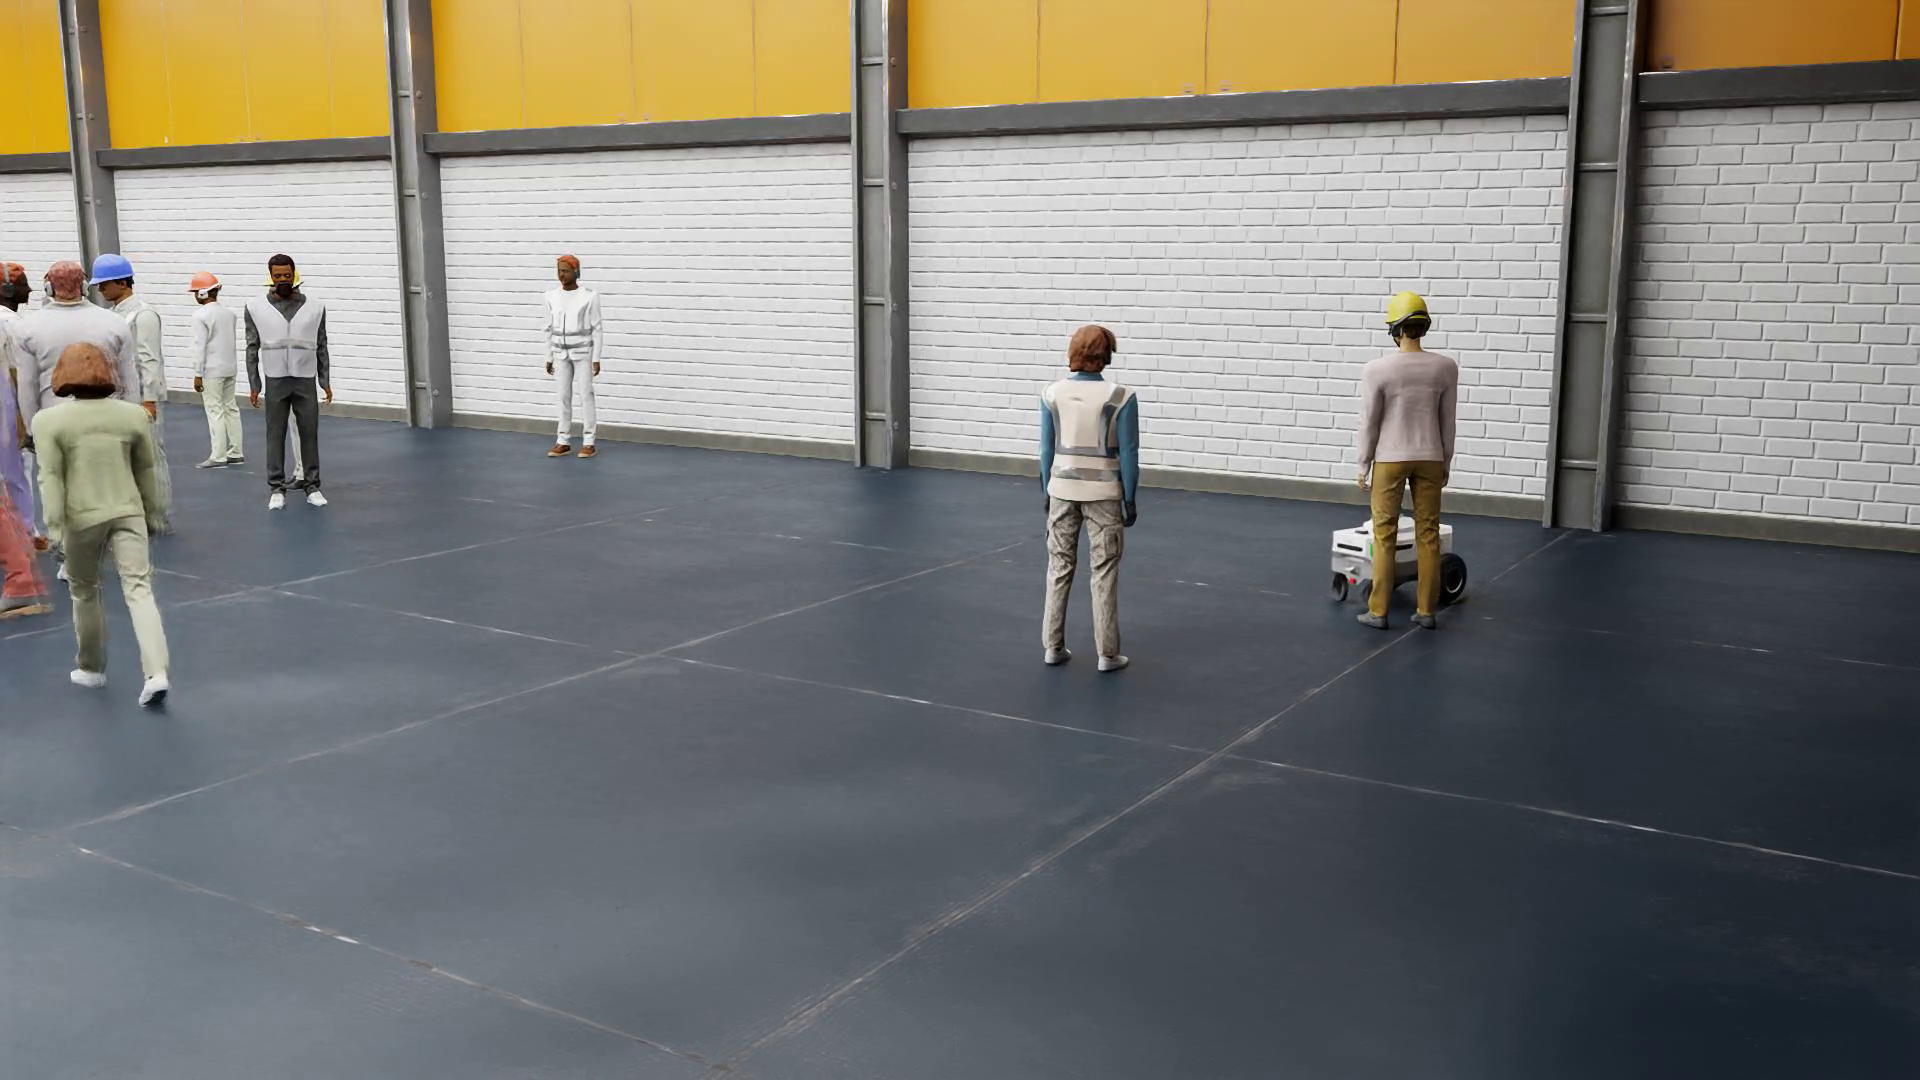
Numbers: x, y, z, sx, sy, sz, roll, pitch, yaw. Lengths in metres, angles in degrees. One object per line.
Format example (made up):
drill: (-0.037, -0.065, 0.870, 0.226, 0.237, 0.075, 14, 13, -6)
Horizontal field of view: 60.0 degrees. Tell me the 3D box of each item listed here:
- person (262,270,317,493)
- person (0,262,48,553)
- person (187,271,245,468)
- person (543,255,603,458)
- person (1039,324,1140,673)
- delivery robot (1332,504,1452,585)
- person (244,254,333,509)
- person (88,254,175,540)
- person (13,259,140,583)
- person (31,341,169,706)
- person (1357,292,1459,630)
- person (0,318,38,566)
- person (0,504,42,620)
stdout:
person: (-5.398, -1.303, 13.427, 0.404, 1.831, 0.600, -5, 11, -24)
person: (-6.123, -0.851, 10.784, 0.358, 1.882, 0.574, -8, 13, -39)
person: (-6.670, -1.517, 14.854, 0.349, 1.744, 0.566, 2, 10, 9)
person: (-3.606, -1.703, 15.504, 0.575, 1.882, 0.360, 3, 11, 15)
person: (0.599, -0.194, 7.851, 0.512, 1.631, 0.315, 6, 12, 29)
delivery robot: (2.415, 0.035, 9.295, 0.707, 0.478, 0.477, -7, 12, -34)
person: (-5.084, -1.200, 12.617, 0.598, 1.917, 0.378, -6, 12, -29)
person: (-5.628, -0.968, 11.309, 0.615, 1.933, 0.418, 8, 13, 37)
person: (-5.214, -0.701, 9.878, 0.638, 1.913, 0.407, -6, 12, -29)
person: (-3.745, -0.074, 7.303, 0.513, 1.587, 0.872, -10, 14, -44)
person: (2.309, -0.402, 8.647, 0.524, 1.761, 0.338, -1, 10, -5)
person: (-5.983, -0.727, 10.234, 0.503, 1.840, 0.342, 0, 10, -2)
person: (-5.446, -0.510, 8.750, 1.029, 1.931, 0.631, -4, 11, -21)
